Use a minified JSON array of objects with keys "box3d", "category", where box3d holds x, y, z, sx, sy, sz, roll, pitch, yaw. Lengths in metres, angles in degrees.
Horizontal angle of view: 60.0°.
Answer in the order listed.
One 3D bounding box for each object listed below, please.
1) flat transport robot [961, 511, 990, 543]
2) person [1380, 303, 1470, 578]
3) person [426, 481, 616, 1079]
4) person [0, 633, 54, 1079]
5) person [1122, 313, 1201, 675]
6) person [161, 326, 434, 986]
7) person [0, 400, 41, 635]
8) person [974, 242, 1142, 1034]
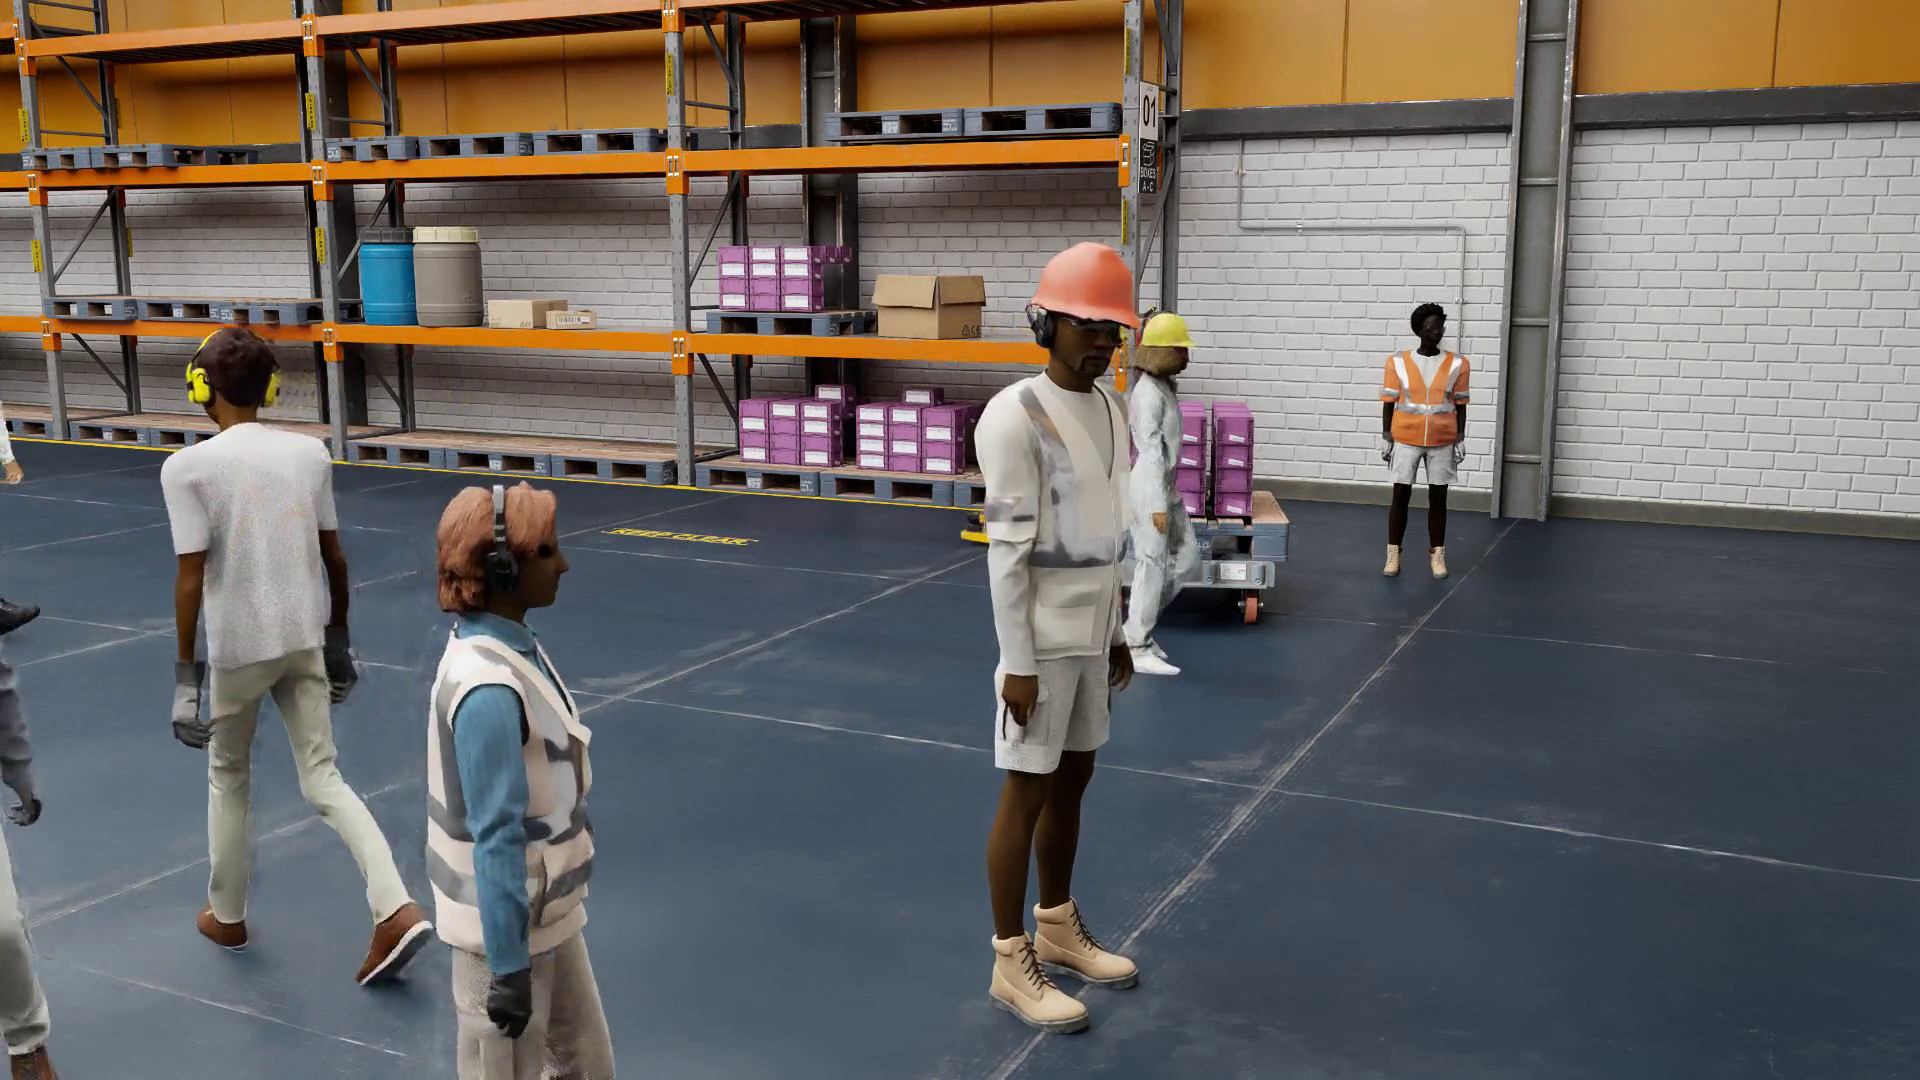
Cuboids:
[{"box3d":[0.788,-0.093,11.405,1.431,0.197,0.652,4,11,24],"category":"flat transport robot"},{"box3d":[2.861,-0.607,10.269,0.541,1.697,0.315,2,10,11],"category":"person"},{"box3d":[-0.885,0.697,3.045,0.708,1.616,0.522,-2,10,-13],"category":"person"},{"box3d":[-2.345,0.594,3.682,0.564,1.601,0.313,-8,13,-39],"category":"person"},{"box3d":[0.960,-0.208,7.899,0.379,1.727,0.502,3,10,16],"category":"person"},{"box3d":[-1.892,0.327,4.610,0.919,1.822,0.582,8,13,39],"category":"person"},{"box3d":[-5.194,-0.426,8.672,0.998,1.884,0.546,3,10,18],"category":"person"},{"box3d":[0.295,0.249,4.394,0.395,2.039,0.606,7,12,34],"category":"person"}]
